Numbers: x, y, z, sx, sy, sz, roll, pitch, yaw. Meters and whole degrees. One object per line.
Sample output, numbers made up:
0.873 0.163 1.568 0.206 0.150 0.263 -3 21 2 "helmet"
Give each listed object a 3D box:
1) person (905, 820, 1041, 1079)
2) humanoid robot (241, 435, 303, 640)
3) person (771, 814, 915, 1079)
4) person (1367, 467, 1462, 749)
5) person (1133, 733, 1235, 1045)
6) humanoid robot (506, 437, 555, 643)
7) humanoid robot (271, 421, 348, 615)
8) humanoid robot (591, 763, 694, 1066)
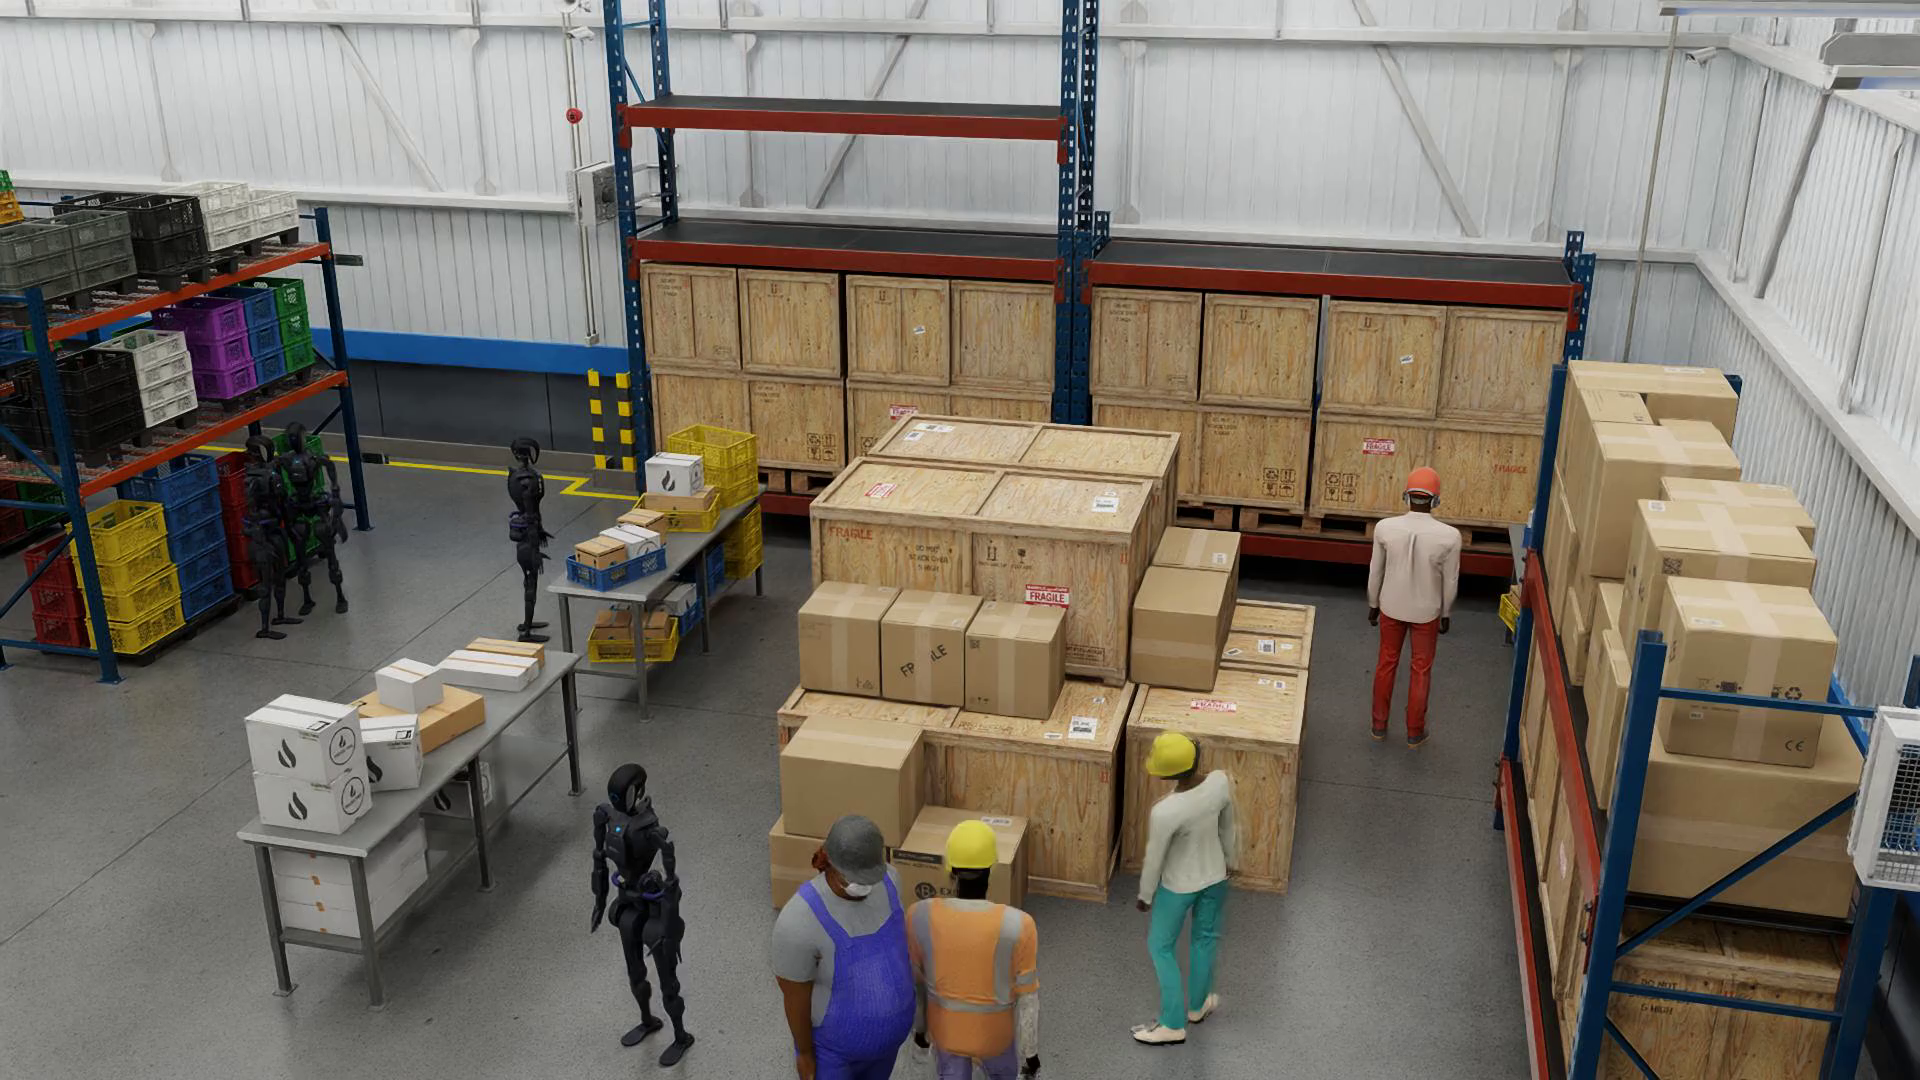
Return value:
0.063 2.097 7.265 0.606 1.902 0.465 4 21 10 "person"
-5.475 -0.040 13.176 0.323 1.651 0.570 2 21 4 "humanoid robot"
-0.437 2.067 7.159 0.537 2.000 0.677 18 27 39 "person"
3.110 0.460 11.462 0.600 1.977 0.430 11 24 27 "person"
1.146 1.747 8.441 0.630 1.725 0.327 -13 24 -30 "person"
-3.378 -0.013 13.097 0.360 1.651 0.570 -5 21 -13 "humanoid robot"
-5.294 -0.174 13.525 0.579 1.651 0.334 -3 21 -7 "humanoid robot"
-1.585 1.836 8.268 0.580 1.650 0.330 14 25 32 "humanoid robot"
